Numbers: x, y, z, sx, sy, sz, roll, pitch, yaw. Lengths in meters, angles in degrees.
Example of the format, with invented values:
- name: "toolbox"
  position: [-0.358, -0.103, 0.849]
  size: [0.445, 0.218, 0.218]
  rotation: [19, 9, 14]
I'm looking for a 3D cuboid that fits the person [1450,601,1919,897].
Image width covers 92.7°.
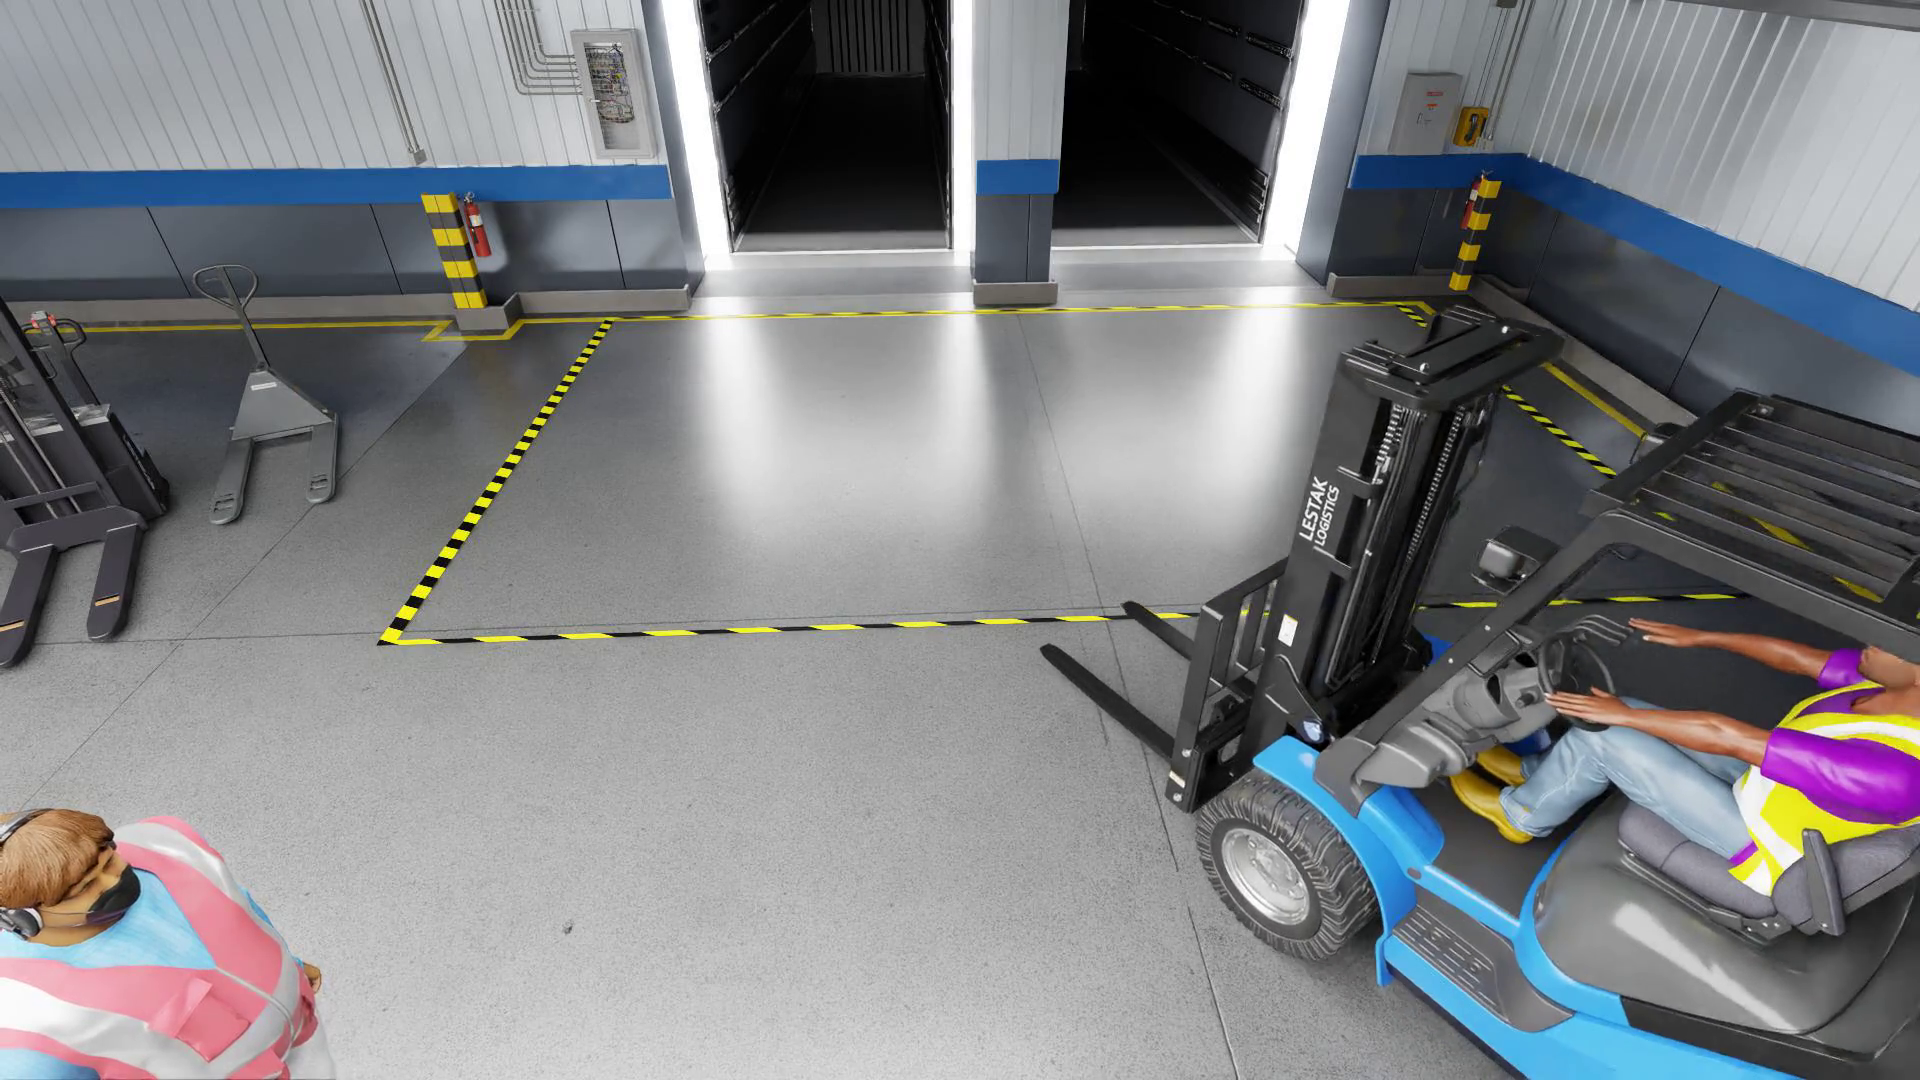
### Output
- name: "person"
  position: [2.074, 0.511, 2.617]
  size: [0.635, 1.293, 1.004]
  rotation: [-23, 41, -30]

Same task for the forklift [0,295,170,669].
- name: "forklift"
  position: [-5.212, -0.618, 4.878]
  size: [0.823, 1.965, 1.885]
  rotation: [-20, 39, -26]

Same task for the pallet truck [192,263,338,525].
- name: "pallet truck"
  position: [-4.778, -1.027, 6.128]
  size: [0.680, 1.201, 1.601]
  rotation: [-17, 38, -23]

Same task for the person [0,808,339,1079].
- name: "person"
  position: [-1.802, 1.294, 2.266]
  size: [0.429, 1.842, 0.633]
  rotation: [-2, 35, -3]

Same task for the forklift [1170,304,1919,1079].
- name: "forklift"
  position: [2.104, 0.694, 2.681]
  size: [1.157, 2.036, 2.680]
  rotation: [-23, 41, -30]
